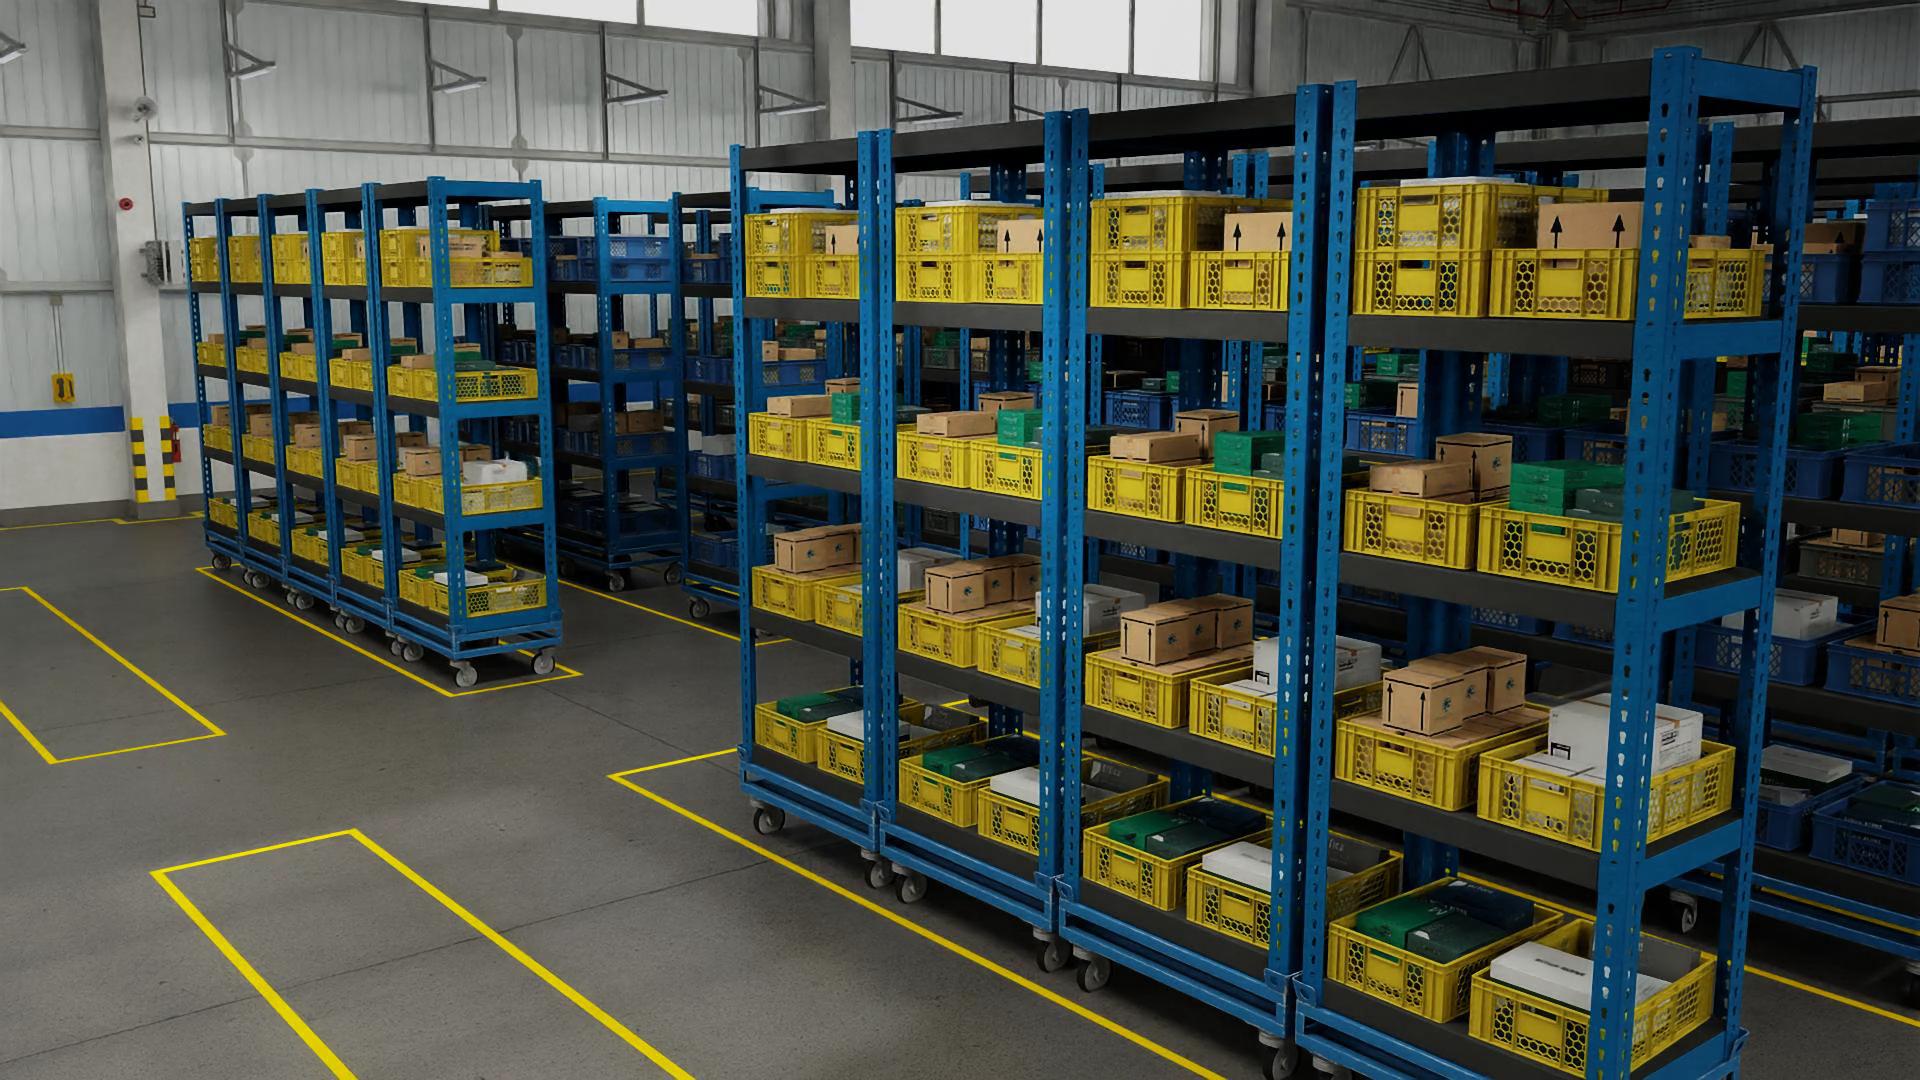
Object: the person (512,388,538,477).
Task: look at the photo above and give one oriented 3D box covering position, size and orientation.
[{"bbox_3d":[-5.525,-1.307,20.650,0.794,1.825,0.578,-8,12,-39],"label":"person"}]
